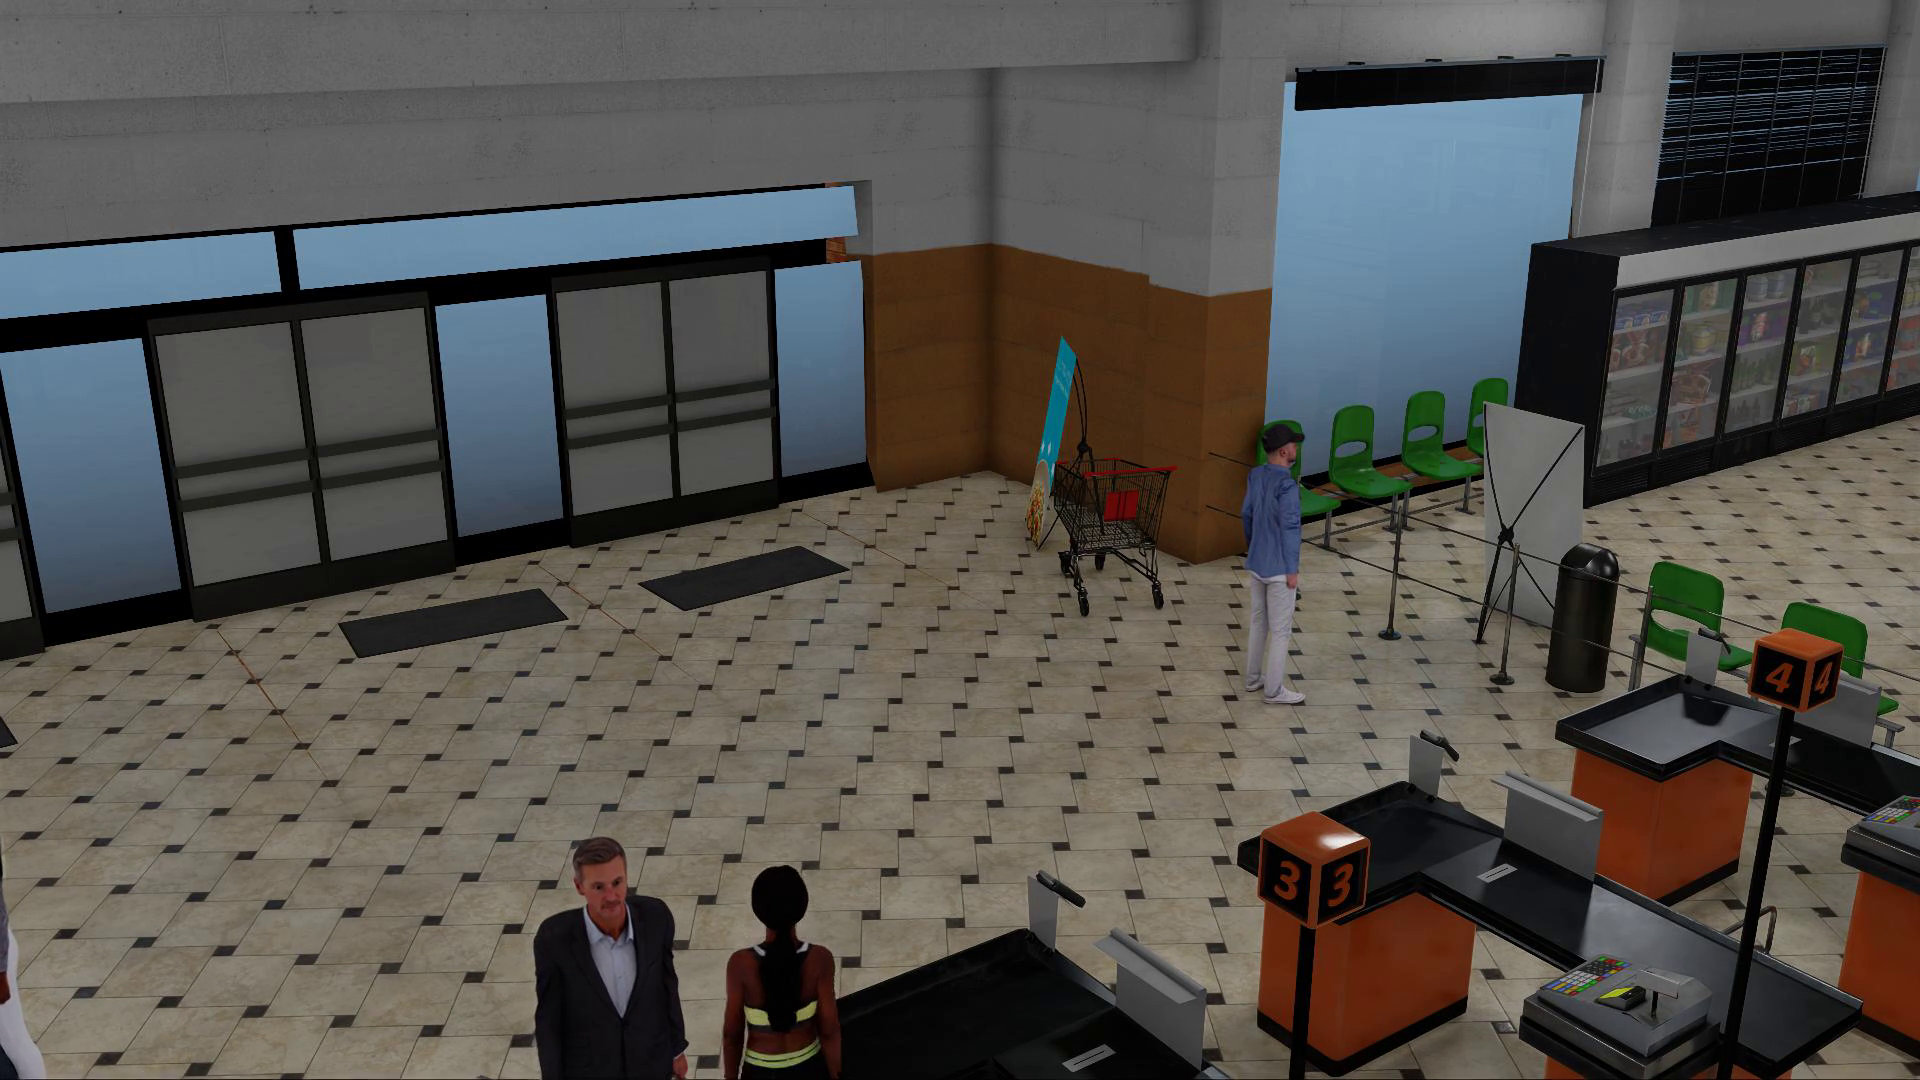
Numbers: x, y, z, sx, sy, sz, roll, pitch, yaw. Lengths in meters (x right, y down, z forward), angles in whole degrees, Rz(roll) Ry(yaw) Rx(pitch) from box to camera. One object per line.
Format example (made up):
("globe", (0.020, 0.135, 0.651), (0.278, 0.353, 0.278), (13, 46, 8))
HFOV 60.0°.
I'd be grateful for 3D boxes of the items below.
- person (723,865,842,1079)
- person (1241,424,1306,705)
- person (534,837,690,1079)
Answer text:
("person", (-0.606, 1.985, 5.749), (0.828, 1.729, 1.104), (-4, 19, -11))
("person", (2.065, 0.148, 10.947), (0.758, 1.888, 0.566), (-8, 20, -23))
("person", (-1.229, 1.870, 5.912), (0.720, 1.842, 0.614), (-11, 22, -30))
